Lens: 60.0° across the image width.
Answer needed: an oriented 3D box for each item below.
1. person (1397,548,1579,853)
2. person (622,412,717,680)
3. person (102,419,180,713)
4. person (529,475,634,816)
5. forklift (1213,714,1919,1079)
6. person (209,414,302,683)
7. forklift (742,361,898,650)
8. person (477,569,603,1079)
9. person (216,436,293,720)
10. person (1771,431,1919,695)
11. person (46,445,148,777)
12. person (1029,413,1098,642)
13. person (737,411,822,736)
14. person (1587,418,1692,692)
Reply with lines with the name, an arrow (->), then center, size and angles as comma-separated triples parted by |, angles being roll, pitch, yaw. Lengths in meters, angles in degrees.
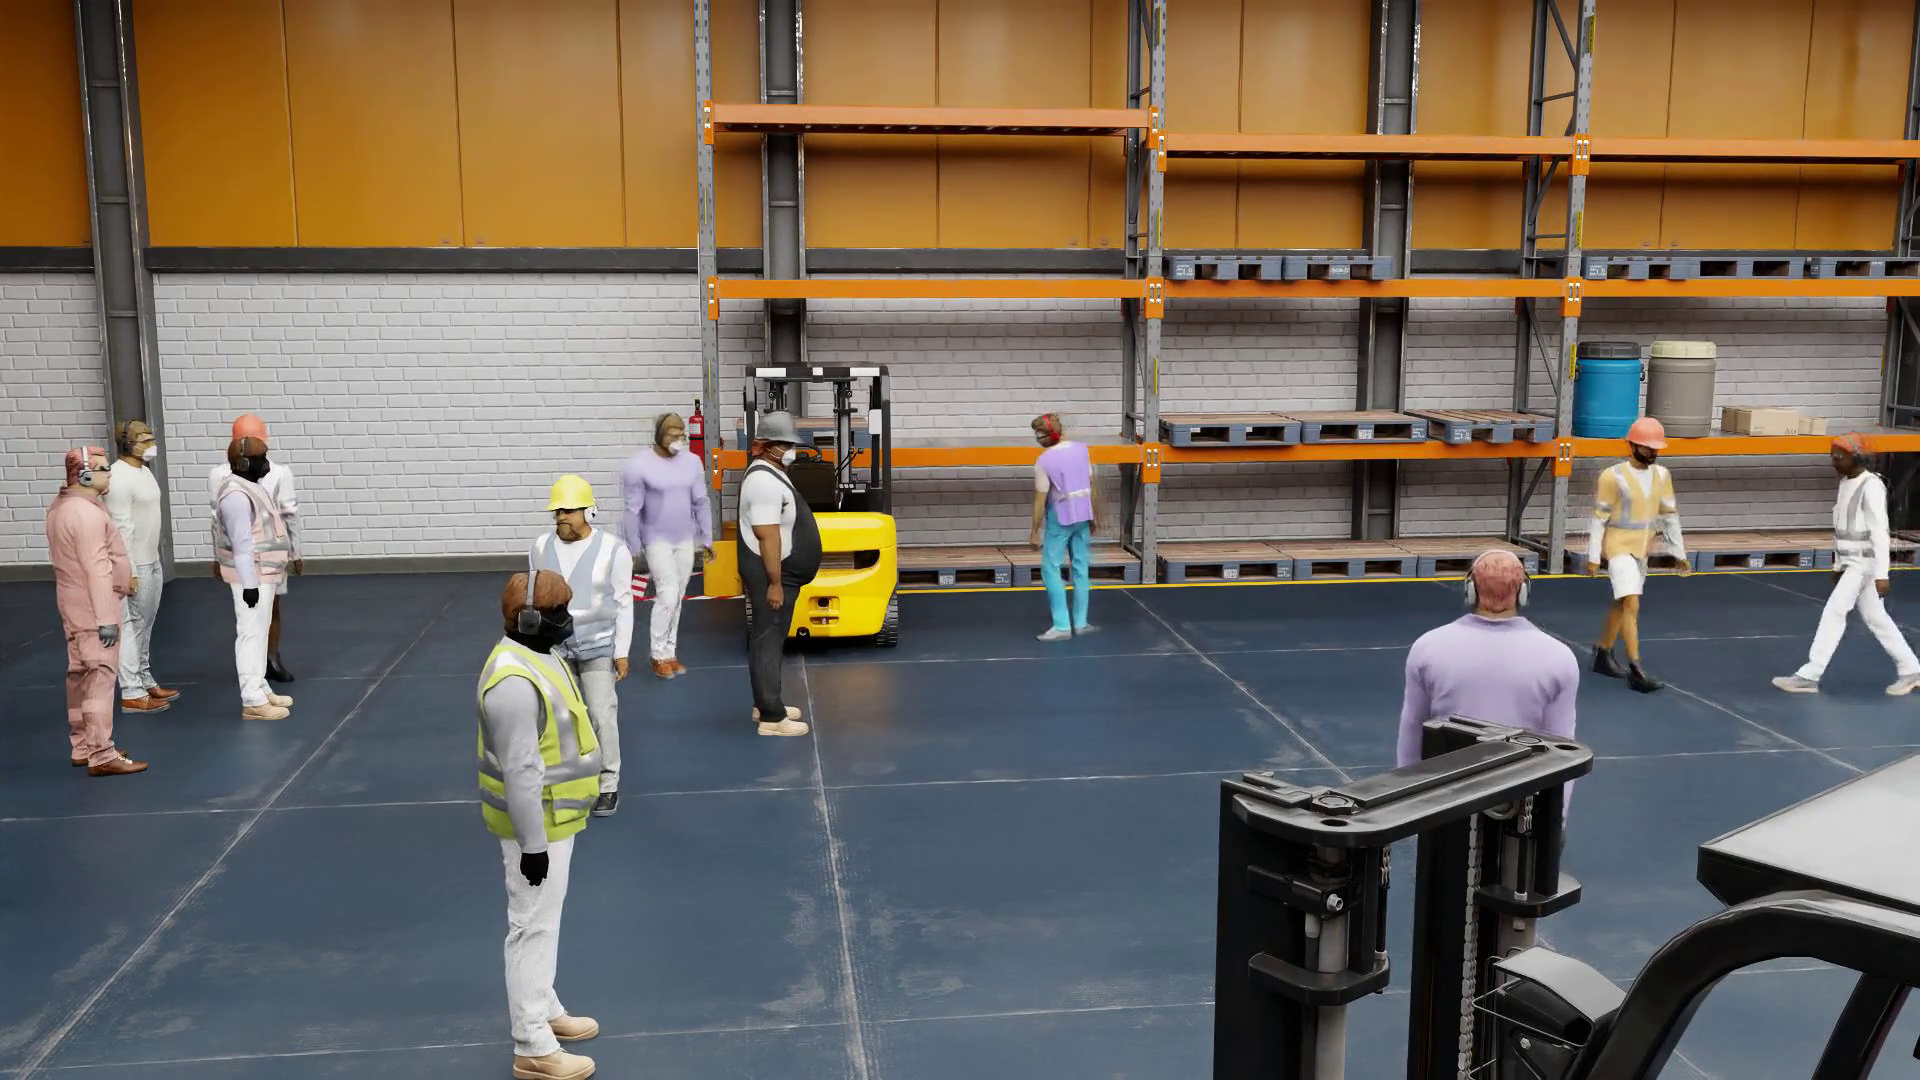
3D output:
person -> 1.988, 0.962, 6.335 | 0.653, 1.859, 1.046 | 4, 10, 21
person -> -2.048, 0.045, 11.864 | 0.572, 1.910, 0.622 | 9, 13, 43
person -> -5.438, 0.167, 10.999 | 0.352, 1.937, 0.635 | -2, 9, -12
person -> -2.037, 0.562, 8.861 | 0.593, 1.833, 0.404 | 1, 9, 8
forklift -> 1.441, 1.425, 2.350 | 1.214, 2.155, 2.313 | -7, 12, -39
person -> -4.904, 0.076, 11.608 | 0.559, 1.920, 0.446 | -4, 10, -25
forklift -> -1.154, -0.340, 13.365 | 1.214, 2.155, 2.313 | -1, 9, -7
person -> -1.508, 1.013, 6.022 | 0.429, 1.840, 0.635 | -1, 9, -8
person -> -4.586, 0.241, 10.835 | 0.429, 1.842, 0.633 | -3, 9, -16
person -> 6.185, 0.170, 11.340 | 0.980, 1.836, 0.648 | 2, 9, 14
person -> -4.993, 0.404, 9.622 | 0.402, 1.906, 0.652 | -8, 12, -42
person -> 0.867, -0.107, 13.151 | 0.693, 1.803, 0.395 | -7, 12, -39
person -> -1.139, 0.194, 10.510 | 0.536, 2.000, 0.682 | -1, 9, -9
person -> 4.748, 0.096, 11.580 | 0.578, 1.887, 0.906 | -4, 10, -21
